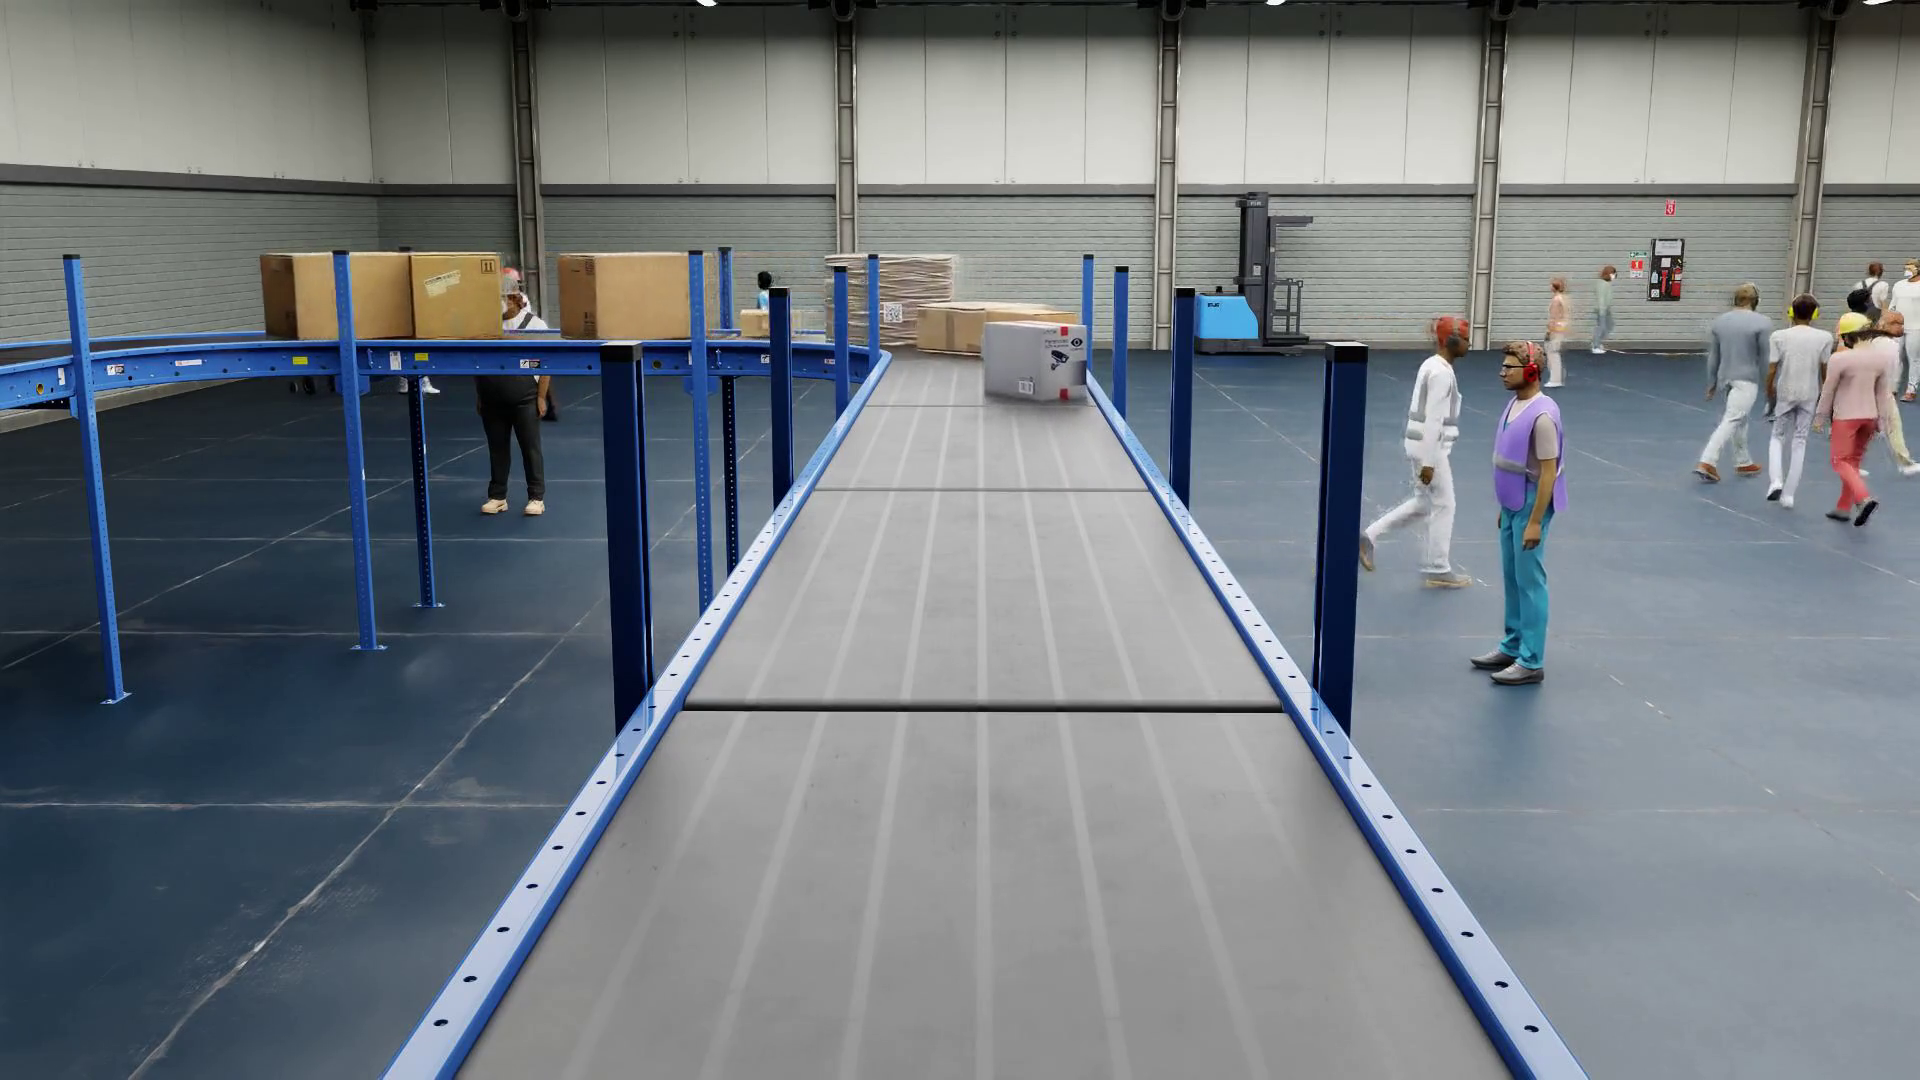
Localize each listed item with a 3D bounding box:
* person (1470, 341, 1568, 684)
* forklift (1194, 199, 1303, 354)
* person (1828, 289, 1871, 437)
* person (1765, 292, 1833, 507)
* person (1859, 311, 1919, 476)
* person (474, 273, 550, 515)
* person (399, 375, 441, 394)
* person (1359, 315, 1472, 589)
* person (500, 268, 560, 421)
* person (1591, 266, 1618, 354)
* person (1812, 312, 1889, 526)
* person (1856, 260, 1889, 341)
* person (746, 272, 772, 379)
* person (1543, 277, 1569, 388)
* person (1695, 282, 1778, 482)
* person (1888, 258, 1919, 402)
[{"bbox_3d":[3.066,-0.152,9.008,0.391,1.846,0.564,0,11,1],"label":"person"},{"bbox_3d":[5.313,-4.851,30.603,1.873,2.768,1.129,0,11,1],"label":"forklift"},{"bbox_3d":[10.060,-1.975,18.761,0.316,1.696,0.541,0,11,1],"label":"person"},{"bbox_3d":[7.285,-1.217,14.459,0.523,1.855,0.399,5,12,24],"label":"person"},{"bbox_3d":[8.992,-1.405,16.070,0.817,1.589,0.526,1,11,4],"label":"person"},{"bbox_3d":[-3.804,-1.208,14.046,0.682,2.000,0.537,2,11,10],"label":"person"},{"bbox_3d":[-7.657,-2.999,23.549,0.775,1.881,0.660,-1,11,-6],"label":"person"},{"bbox_3d":[3.116,-0.606,11.318,0.739,1.856,0.598,2,11,8],"label":"person"},{"bbox_3d":[-5.404,-2.388,20.439,0.938,1.886,0.584,1,11,4],"label":"person"},{"bbox_3d":[11.834,-4.229,30.569,0.407,1.601,0.543,9,14,40],"label":"person"},{"bbox_3d":[7.308,-0.975,13.518,0.536,1.731,0.716,-2,11,-10],"label":"person"},{"bbox_3d":[14.050,-3.396,25.715,0.486,1.832,0.528,-7,13,-30],"label":"person"},{"bbox_3d":[-3.003,-3.291,25.610,0.848,1.653,0.547,6,12,26],"label":"person"},{"bbox_3d":[8.733,-3.055,24.467,0.420,1.621,0.537,6,13,30],"label":"person"},{"bbox_3d":[7.417,-1.514,15.912,1.018,1.897,0.643,-4,12,-22],"label":"person"},{"bbox_3d":[12.972,-2.874,22.758,0.373,1.940,0.628,-5,12,-26],"label":"person"}]
